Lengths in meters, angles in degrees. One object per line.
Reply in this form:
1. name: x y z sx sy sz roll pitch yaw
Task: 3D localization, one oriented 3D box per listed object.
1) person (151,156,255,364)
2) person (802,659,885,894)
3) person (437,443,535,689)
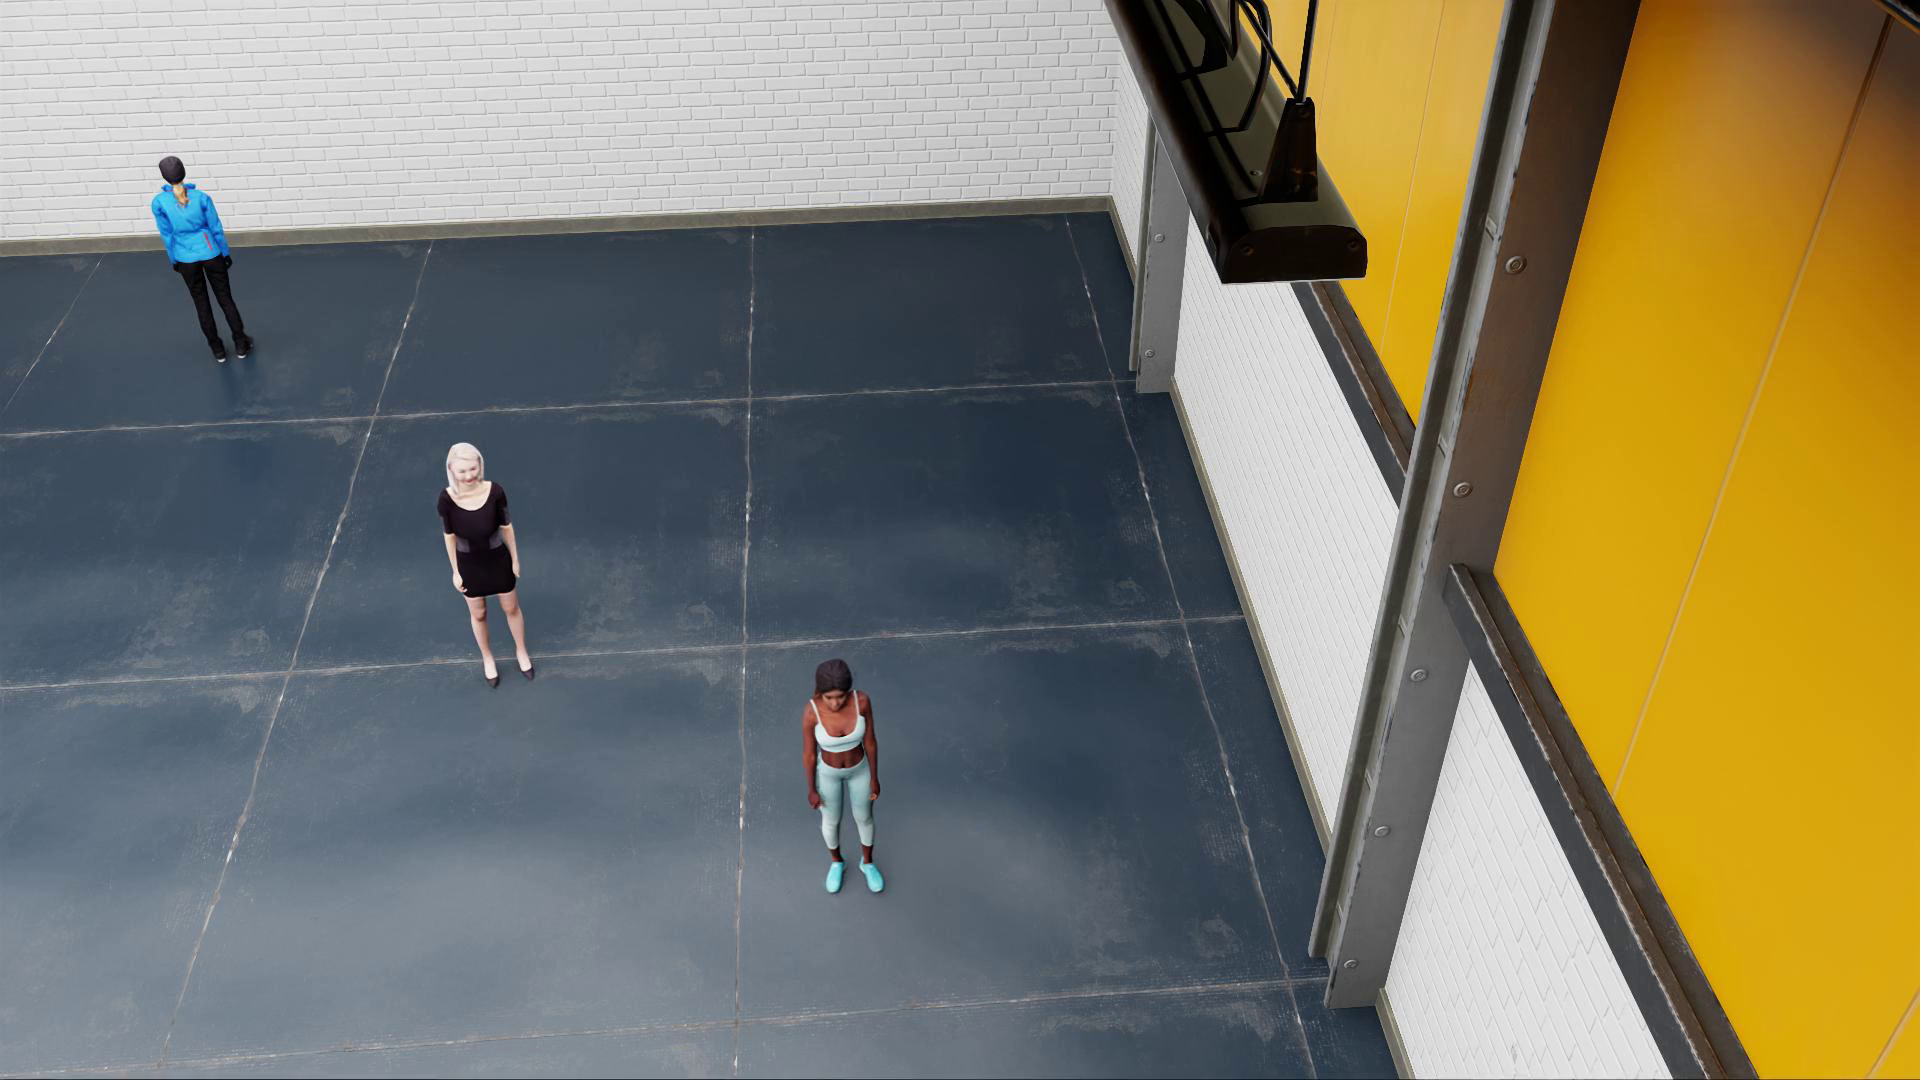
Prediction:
1. person: -6.183 -2.281 13.530 0.661 1.797 0.594 -11 40 -13
2. person: -0.641 1.282 9.128 0.591 1.724 0.580 -8 39 -10
3. person: -2.991 0.152 10.457 0.622 1.832 0.578 -14 41 -17
